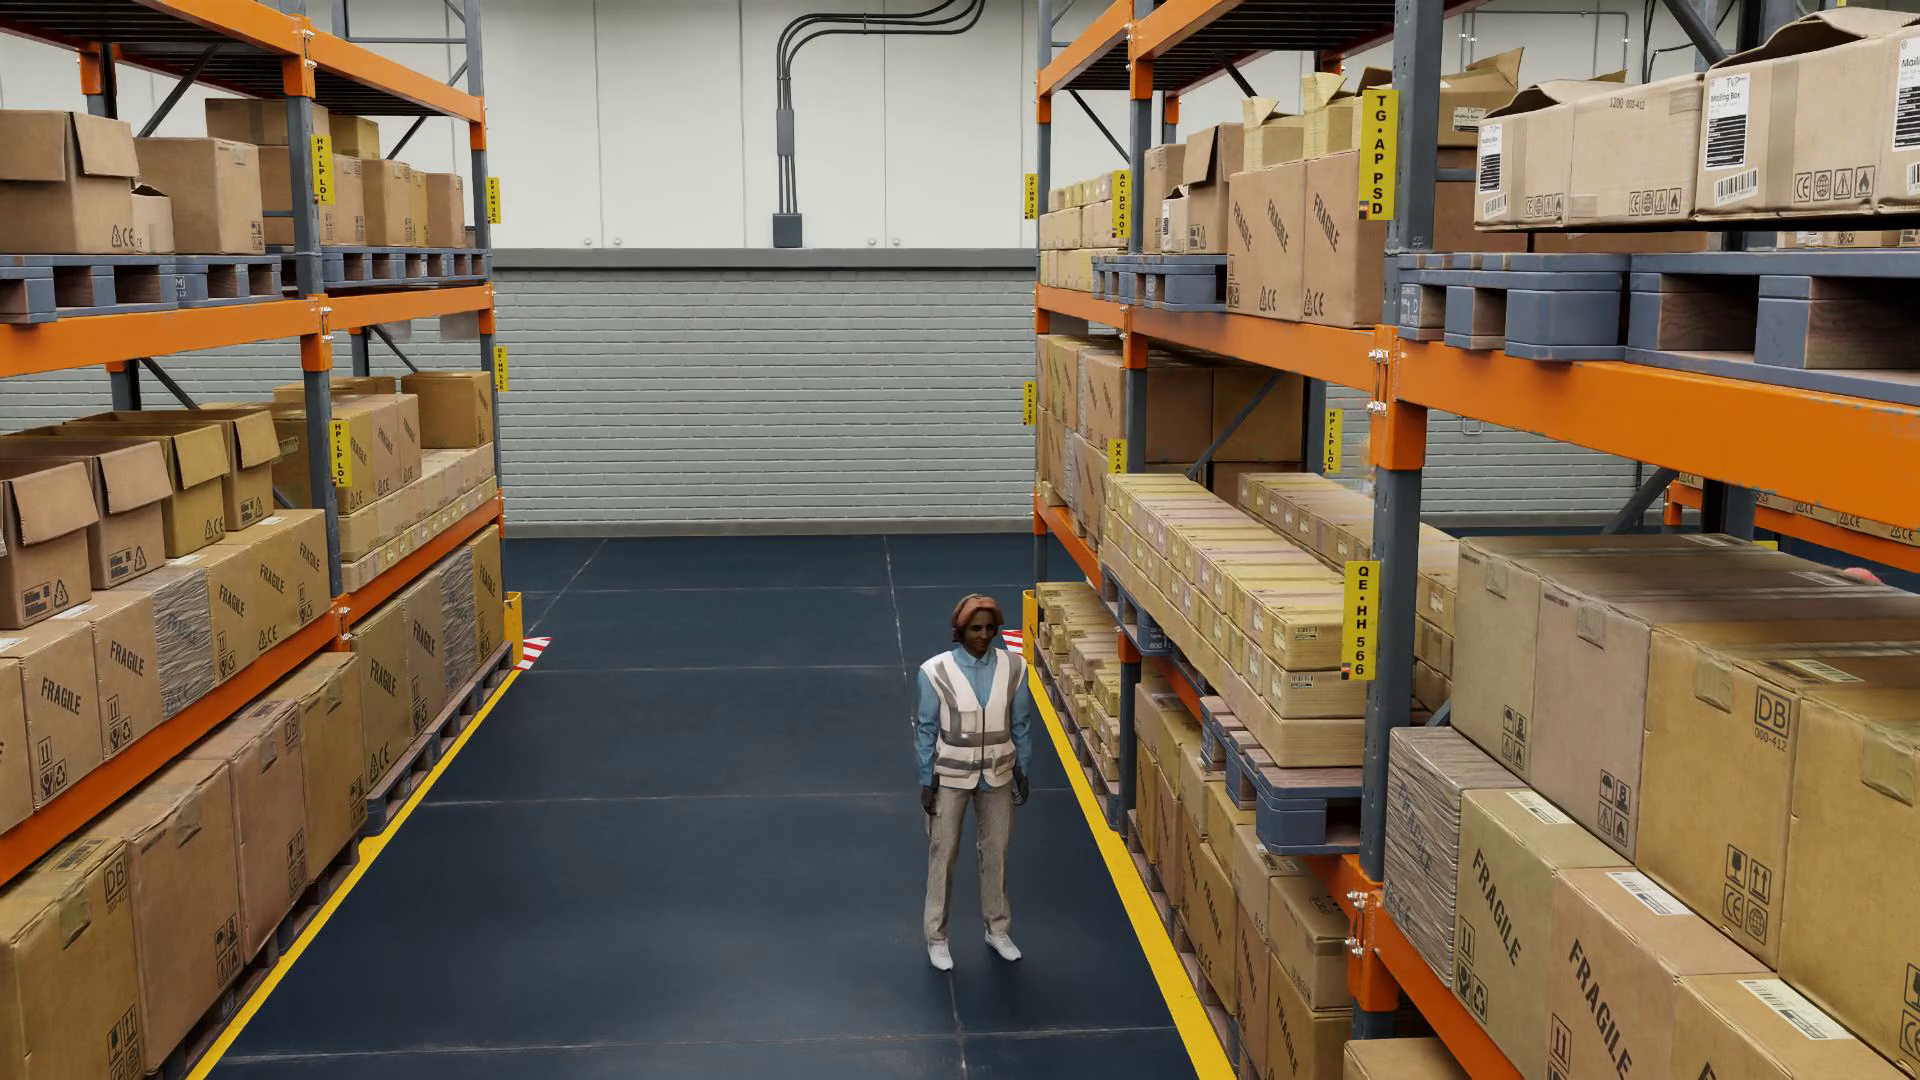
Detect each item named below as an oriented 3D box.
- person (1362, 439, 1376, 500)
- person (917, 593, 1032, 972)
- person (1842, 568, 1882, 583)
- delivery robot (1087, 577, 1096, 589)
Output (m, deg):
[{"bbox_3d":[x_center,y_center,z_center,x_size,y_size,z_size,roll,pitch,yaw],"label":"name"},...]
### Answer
[{"bbox_3d":[3.643,-0.238,13.712,0.748,1.911,0.562,9,13,42],"label":"person"},{"bbox_3d":[0.057,1.027,7.113,0.513,1.630,0.318,-3,10,-19],"label":"person"},{"bbox_3d":[3.216,1.041,6.158,0.542,1.921,0.432,0,10,2],"label":"person"},{"bbox_3d":[1.371,0.404,13.658,0.477,0.478,0.707,-8,12,-38],"label":"delivery robot"}]
